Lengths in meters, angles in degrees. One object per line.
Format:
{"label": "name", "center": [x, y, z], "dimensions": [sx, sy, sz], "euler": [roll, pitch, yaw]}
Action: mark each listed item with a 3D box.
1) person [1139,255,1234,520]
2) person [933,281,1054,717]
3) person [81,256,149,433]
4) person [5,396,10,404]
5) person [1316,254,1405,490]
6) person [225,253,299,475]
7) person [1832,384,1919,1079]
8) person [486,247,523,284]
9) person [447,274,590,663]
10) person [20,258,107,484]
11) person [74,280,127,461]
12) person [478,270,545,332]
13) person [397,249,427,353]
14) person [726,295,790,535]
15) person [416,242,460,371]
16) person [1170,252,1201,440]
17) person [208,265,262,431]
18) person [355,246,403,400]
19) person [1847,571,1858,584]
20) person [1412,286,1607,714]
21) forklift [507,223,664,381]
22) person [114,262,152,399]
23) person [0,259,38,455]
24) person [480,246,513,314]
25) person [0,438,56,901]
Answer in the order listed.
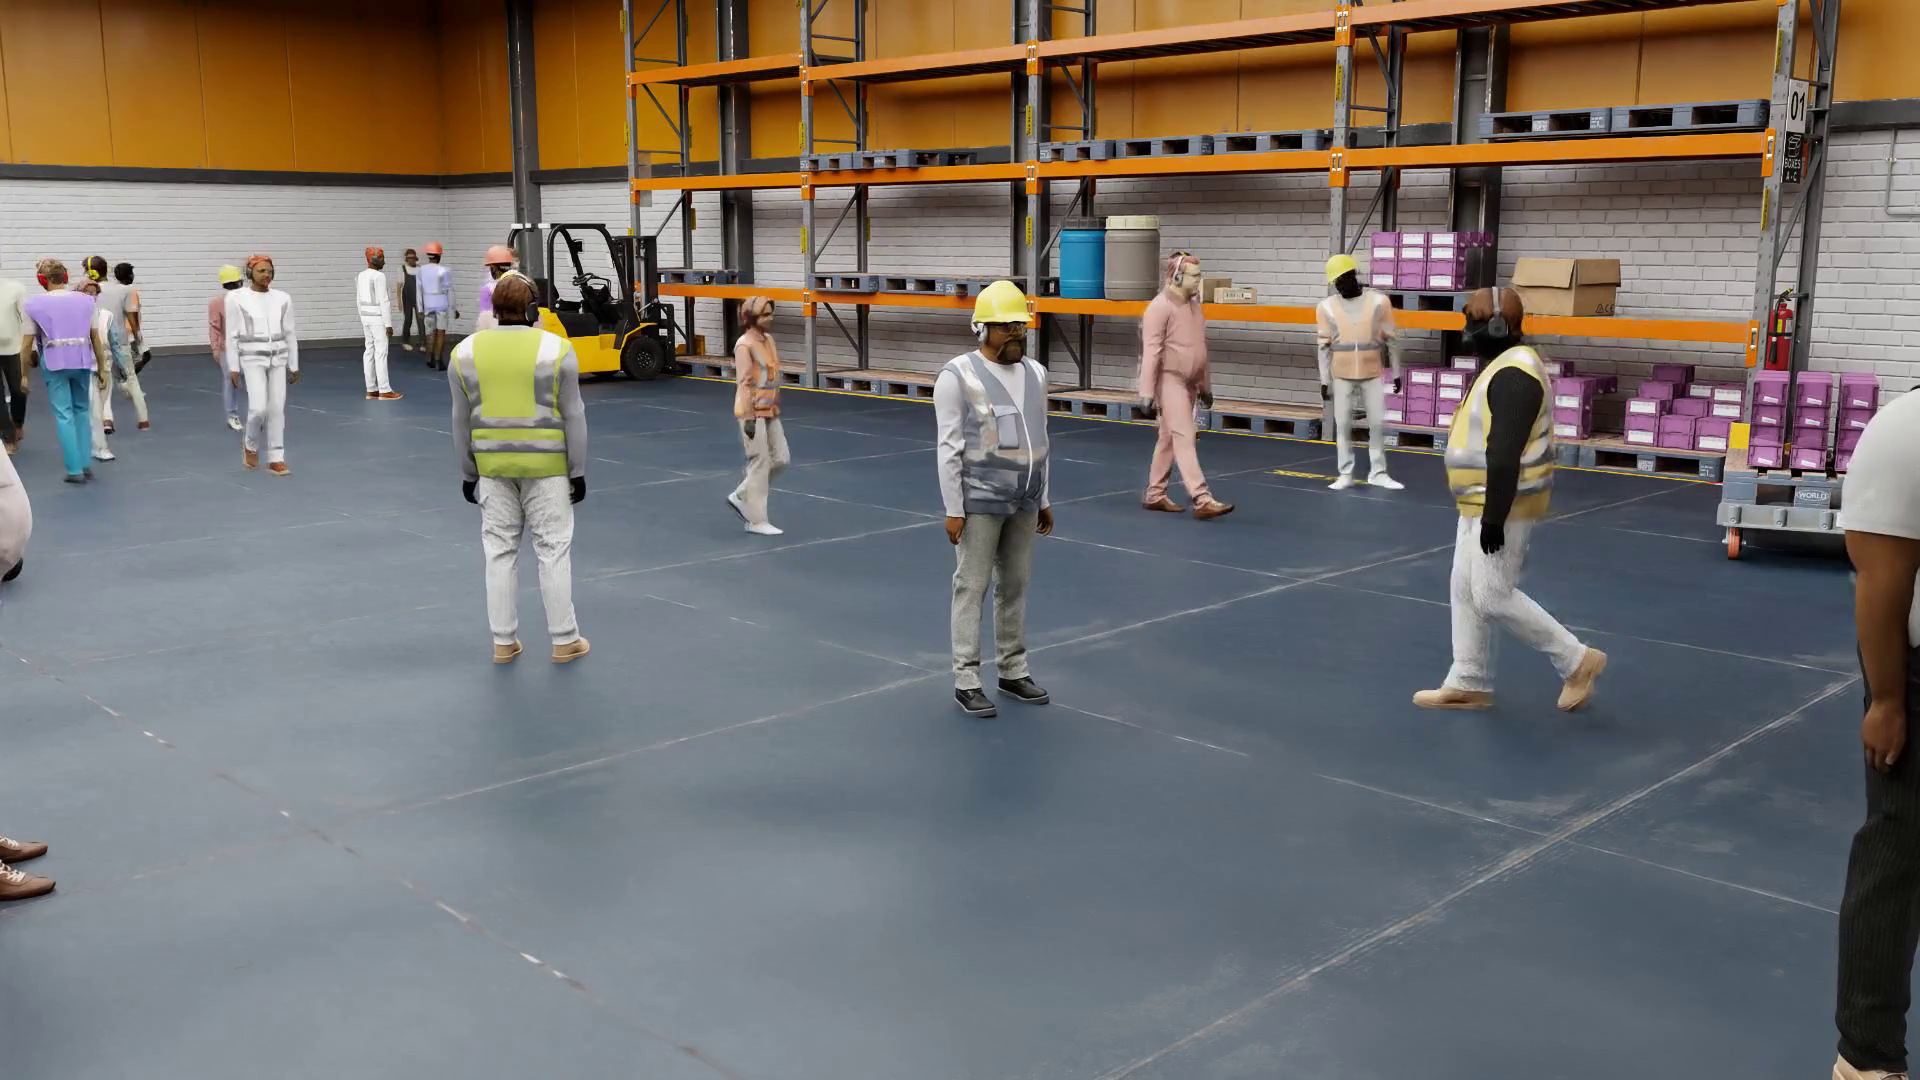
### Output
{"label": "person", "center": [1.669, -1.080, 11.895], "dimensions": [0.873, 1.871, 0.675], "euler": [7, 13, 35]}
{"label": "person", "center": [0.169, -0.178, 7.079], "dimensions": [0.589, 1.833, 0.404], "euler": [-8, 13, -39]}
{"label": "person", "center": [-8.702, -1.998, 17.070], "dimensions": [0.563, 1.825, 0.654], "euler": [-5, 11, -25]}
{"label": "person", "center": [-11.599, -2.308, 19.355], "dimensions": [0.512, 1.586, 0.845], "euler": [8, 13, 38]}
{"label": "person", "center": [3.186, -1.315, 13.202], "dimensions": [0.739, 1.877, 0.385], "euler": [2, 11, 11]}
{"label": "person", "center": [-5.857, -1.472, 14.018], "dimensions": [0.425, 1.873, 0.599], "euler": [9, 14, 40]}
{"label": "person", "center": [2.354, 0.331, 3.742], "dimensions": [0.674, 2.000, 0.535], "euler": [-3, 11, -16]}
{"label": "person", "center": [-5.756, -2.781, 21.173], "dimensions": [1.063, 1.880, 0.632], "euler": [5, 11, 24]}
{"label": "person", "center": [-2.063, -0.326, 7.870], "dimensions": [0.624, 1.844, 0.430], "euler": [1, 10, 4]}
{"label": "person", "center": [-7.386, -1.382, 13.638], "dimensions": [0.661, 1.826, 0.604], "euler": [9, 14, 41]}
{"label": "person", "center": [-7.706, -1.511, 14.910], "dimensions": [0.674, 1.614, 0.540], "euler": [5, 12, 27]}
{"label": "person", "center": [-3.540, -1.265, 13.252], "dimensions": [0.558, 1.743, 0.671], "euler": [-5, 11, -25]}
{"label": "person", "center": [-9.490, -4.146, 28.853], "dimensions": [0.564, 1.799, 0.946], "euler": [-6, 12, -28]}
{"label": "person", "center": [-1.370, -0.839, 11.248], "dimensions": [0.402, 1.623, 0.532], "euler": [3, 11, 16]}
{"label": "person", "center": [-7.808, -3.486, 24.881], "dimensions": [0.554, 1.920, 0.426], "euler": [3, 11, 14]}
{"label": "person", "center": [2.209, -1.903, 16.425], "dimensions": [0.321, 1.860, 0.527], "euler": [-2, 11, -11]}
{"label": "person", "center": [-7.417, -1.958, 17.108], "dimensions": [0.551, 1.713, 0.926], "euler": [-7, 12, -32]}
{"label": "person", "center": [-7.193, -2.667, 20.512], "dimensions": [0.572, 1.886, 0.354], "euler": [8, 13, 38]}
{"label": "person", "center": [5.298, -0.559, 9.006], "dimensions": [0.920, 1.893, 0.548], "euler": [8, 13, 37]}
{"label": "person", "center": [2.315, -0.141, 6.921], "dimensions": [0.671, 1.820, 0.621], "euler": [2, 11, 9]}
{"label": "forklift", "center": [-5.316, -3.263, 22.920], "dimensions": [2.313, 2.155, 1.214], "euler": [-10, 14, -44]}
{"label": "person", "center": [-10.263, -2.578, 20.549], "dimensions": [0.554, 1.685, 0.362], "euler": [7, 13, 34]}
{"label": "person", "center": [-8.958, -1.790, 15.513], "dimensions": [0.632, 1.970, 0.733], "euler": [-5, 12, -26]}
{"label": "person", "center": [-4.414, -1.867, 16.062], "dimensions": [0.572, 1.905, 0.782], "euler": [-10, 14, -43]}
{"label": "person", "center": [-3.060, 0.149, 5.111], "dimensions": [0.400, 1.905, 0.643], "euler": [-6, 12, -28]}
